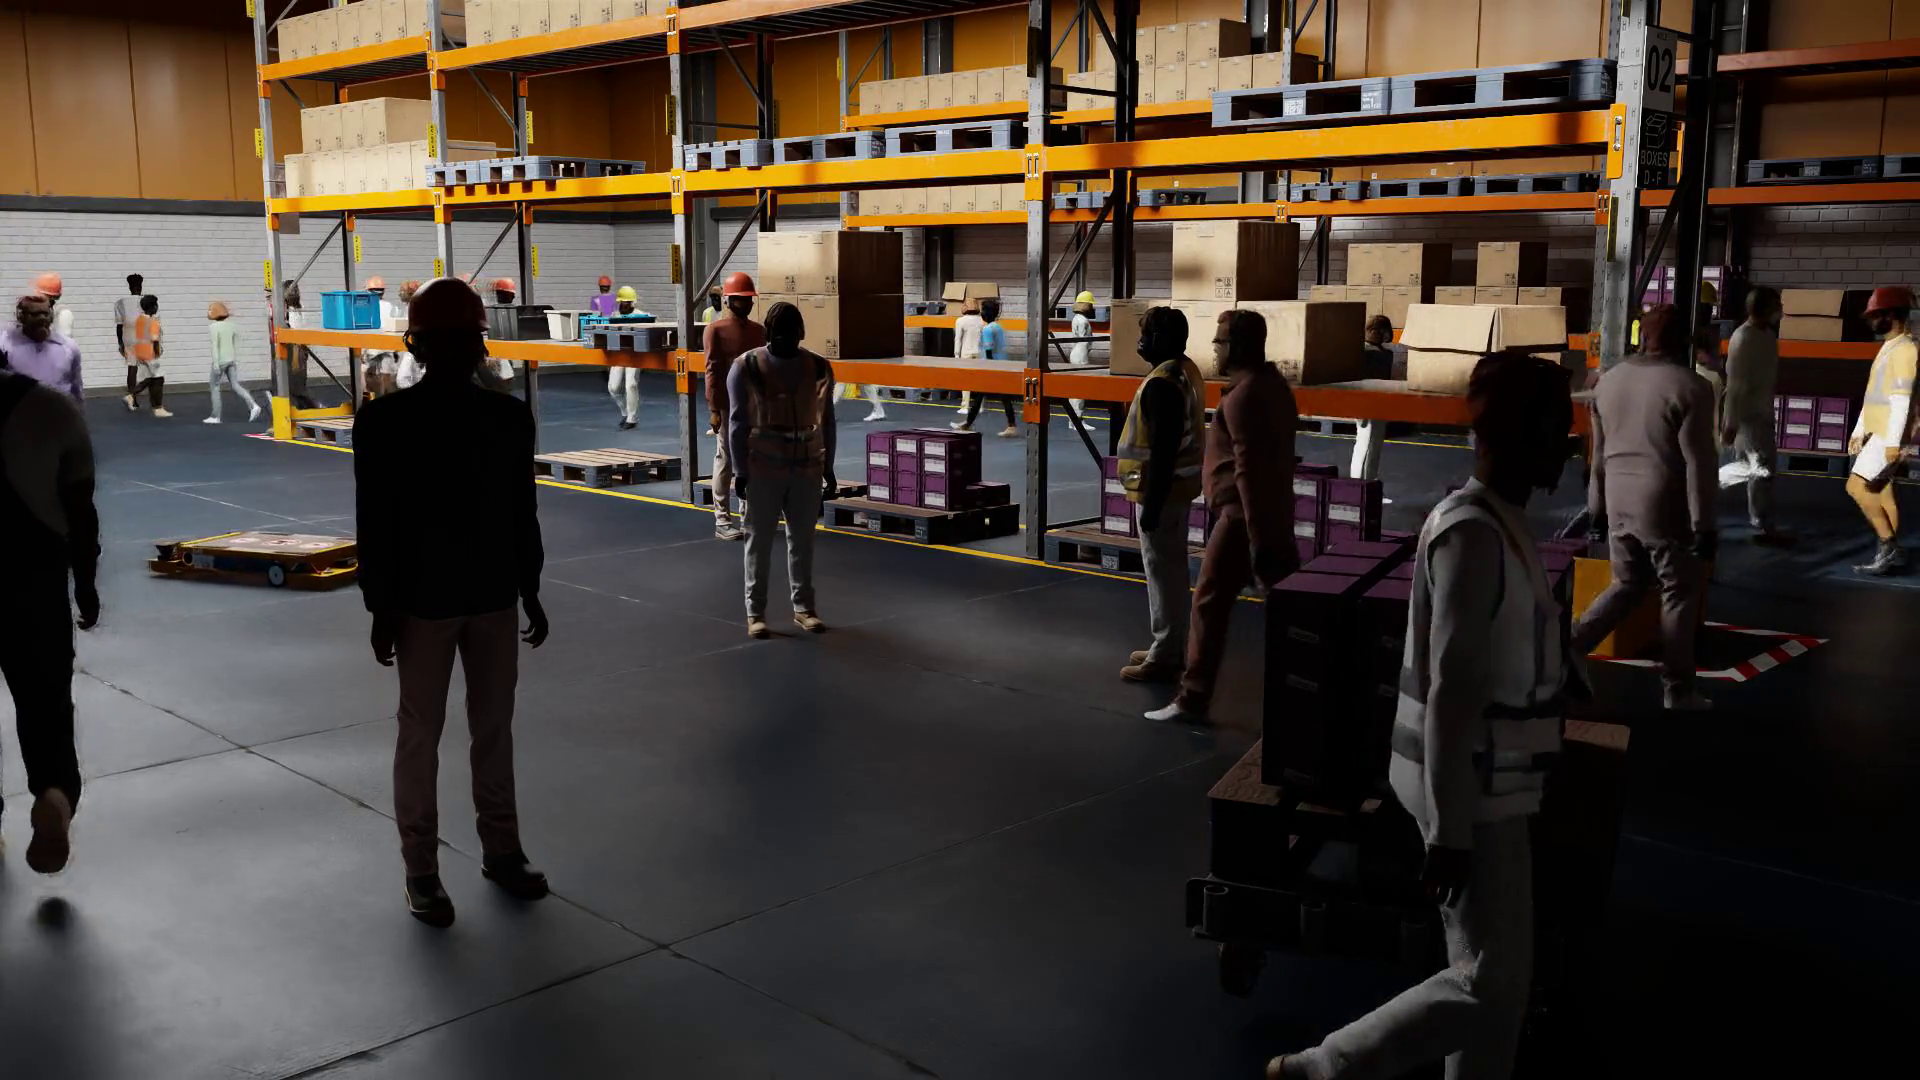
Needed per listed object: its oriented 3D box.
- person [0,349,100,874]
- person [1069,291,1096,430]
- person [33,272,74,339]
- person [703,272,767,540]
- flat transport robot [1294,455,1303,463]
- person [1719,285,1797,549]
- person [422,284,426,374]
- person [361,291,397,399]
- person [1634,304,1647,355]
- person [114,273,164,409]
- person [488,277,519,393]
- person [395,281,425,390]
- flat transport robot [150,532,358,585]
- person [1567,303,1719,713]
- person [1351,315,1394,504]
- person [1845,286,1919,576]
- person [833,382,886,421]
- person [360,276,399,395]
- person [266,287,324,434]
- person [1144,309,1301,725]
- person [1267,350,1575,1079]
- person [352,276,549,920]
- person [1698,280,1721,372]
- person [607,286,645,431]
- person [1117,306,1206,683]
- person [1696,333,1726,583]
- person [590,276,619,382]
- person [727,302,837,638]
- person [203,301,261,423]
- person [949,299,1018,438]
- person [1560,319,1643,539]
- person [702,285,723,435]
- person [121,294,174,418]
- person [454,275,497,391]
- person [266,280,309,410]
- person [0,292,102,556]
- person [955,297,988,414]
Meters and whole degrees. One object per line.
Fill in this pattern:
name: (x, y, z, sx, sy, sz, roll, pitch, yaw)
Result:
person: (-3.211, 0.119, 5.480, 0.691, 2.000, 0.781, -6, 11, -32)
person: (1.547, -2.254, 20.960, 0.313, 1.738, 0.483, -1, 9, -7)
person: (-9.497, -1.787, 17.371, 0.782, 1.997, 0.400, 7, 12, 37)
person: (-1.658, -1.005, 12.513, 0.375, 1.995, 0.611, 7, 12, 38)
flat transport robot: (2.571, -0.703, 15.936, 1.431, 0.197, 0.652, 1, 9, 8)
person: (5.727, -0.911, 12.200, 0.844, 1.908, 0.627, 7, 12, 37)
person: (-7.269, -2.624, 22.965, 0.509, 1.832, 0.830, -8, 12, -40)
person: (-7.943, -2.590, 22.593, 0.444, 1.883, 0.712, 6, 11, 33)
person: (5.855, -1.233, 14.656, 0.575, 1.748, 0.548, 6, 11, 31)
person: (-11.847, -2.858, 24.022, 0.608, 1.953, 0.375, -2, 9, -10)
person: (-5.702, -2.308, 20.748, 0.454, 1.910, 0.577, -1, 9, -3)
person: (-7.061, -2.395, 21.413, 0.423, 1.867, 0.584, -2, 9, -11)
flat transport robot: (-4.535, 0.108, 10.963, 1.431, 0.197, 0.652, 3, 10, 20)
person: (3.089, -0.131, 7.555, 0.714, 1.881, 0.682, -4, 10, -25)
person: (3.538, -1.103, 14.226, 0.506, 1.633, 0.266, -9, 13, -43)
person: (6.066, -0.707, 10.939, 0.427, 1.909, 0.553, 4, 10, 25)
person: (-1.458, -2.487, 22.001, 1.006, 1.865, 0.601, 0, 9, -2)
person: (-7.813, -2.565, 22.310, 0.577, 1.911, 0.693, -7, 11, -35)
person: (-8.274, -2.230, 20.552, 0.529, 1.824, 0.732, 4, 10, 24)
person: (1.350, -0.071, 7.259, 0.974, 1.868, 0.667, 5, 10, 27)
person: (1.037, 0.533, 3.510, 0.557, 1.856, 0.607, 4, 10, 25)
person: (-1.592, 0.176, 5.268, 0.611, 1.997, 0.375, -9, 13, -42)
person: (5.845, -1.100, 13.296, 0.587, 1.930, 0.360, -5, 10, -26)
person: (-4.145, -2.254, 20.730, 0.609, 1.807, 0.430, 5, 10, 27)
person: (0.987, -0.224, 8.195, 0.429, 1.843, 0.633, 3, 10, 16)
person: (4.706, -0.543, 10.832, 0.569, 1.608, 0.668, -4, 10, -22)
person: (-6.378, -3.787, 29.917, 0.558, 1.890, 0.977, -5, 10, -26)
person: (-0.964, -0.388, 9.198, 0.624, 1.845, 0.430, -4, 10, -23)
person: (-9.574, -2.321, 21.758, 0.748, 1.610, 0.513, 2, 10, 14)
person: (0.309, -2.046, 19.909, 0.868, 1.646, 0.552, 4, 10, 23)
person: (4.051, -0.520, 10.377, 0.537, 1.729, 0.900, -8, 12, -41)
person: (-2.874, -2.160, 20.141, 0.618, 1.830, 0.430, 6, 11, 34)
person: (-11.040, -2.483, 22.529, 0.540, 1.679, 0.527, 7, 11, 35)
person: (-6.613, -2.567, 22.279, 1.016, 1.938, 0.617, -6, 11, -35)
person: (-9.228, -2.633, 22.860, 0.722, 1.885, 0.599, 1, 9, 5)
person: (-6.323, -0.758, 11.436, 0.664, 1.857, 0.994, -8, 12, -41)
person: (0.164, -2.575, 23.266, 0.503, 1.627, 0.270, -4, 10, -23)
